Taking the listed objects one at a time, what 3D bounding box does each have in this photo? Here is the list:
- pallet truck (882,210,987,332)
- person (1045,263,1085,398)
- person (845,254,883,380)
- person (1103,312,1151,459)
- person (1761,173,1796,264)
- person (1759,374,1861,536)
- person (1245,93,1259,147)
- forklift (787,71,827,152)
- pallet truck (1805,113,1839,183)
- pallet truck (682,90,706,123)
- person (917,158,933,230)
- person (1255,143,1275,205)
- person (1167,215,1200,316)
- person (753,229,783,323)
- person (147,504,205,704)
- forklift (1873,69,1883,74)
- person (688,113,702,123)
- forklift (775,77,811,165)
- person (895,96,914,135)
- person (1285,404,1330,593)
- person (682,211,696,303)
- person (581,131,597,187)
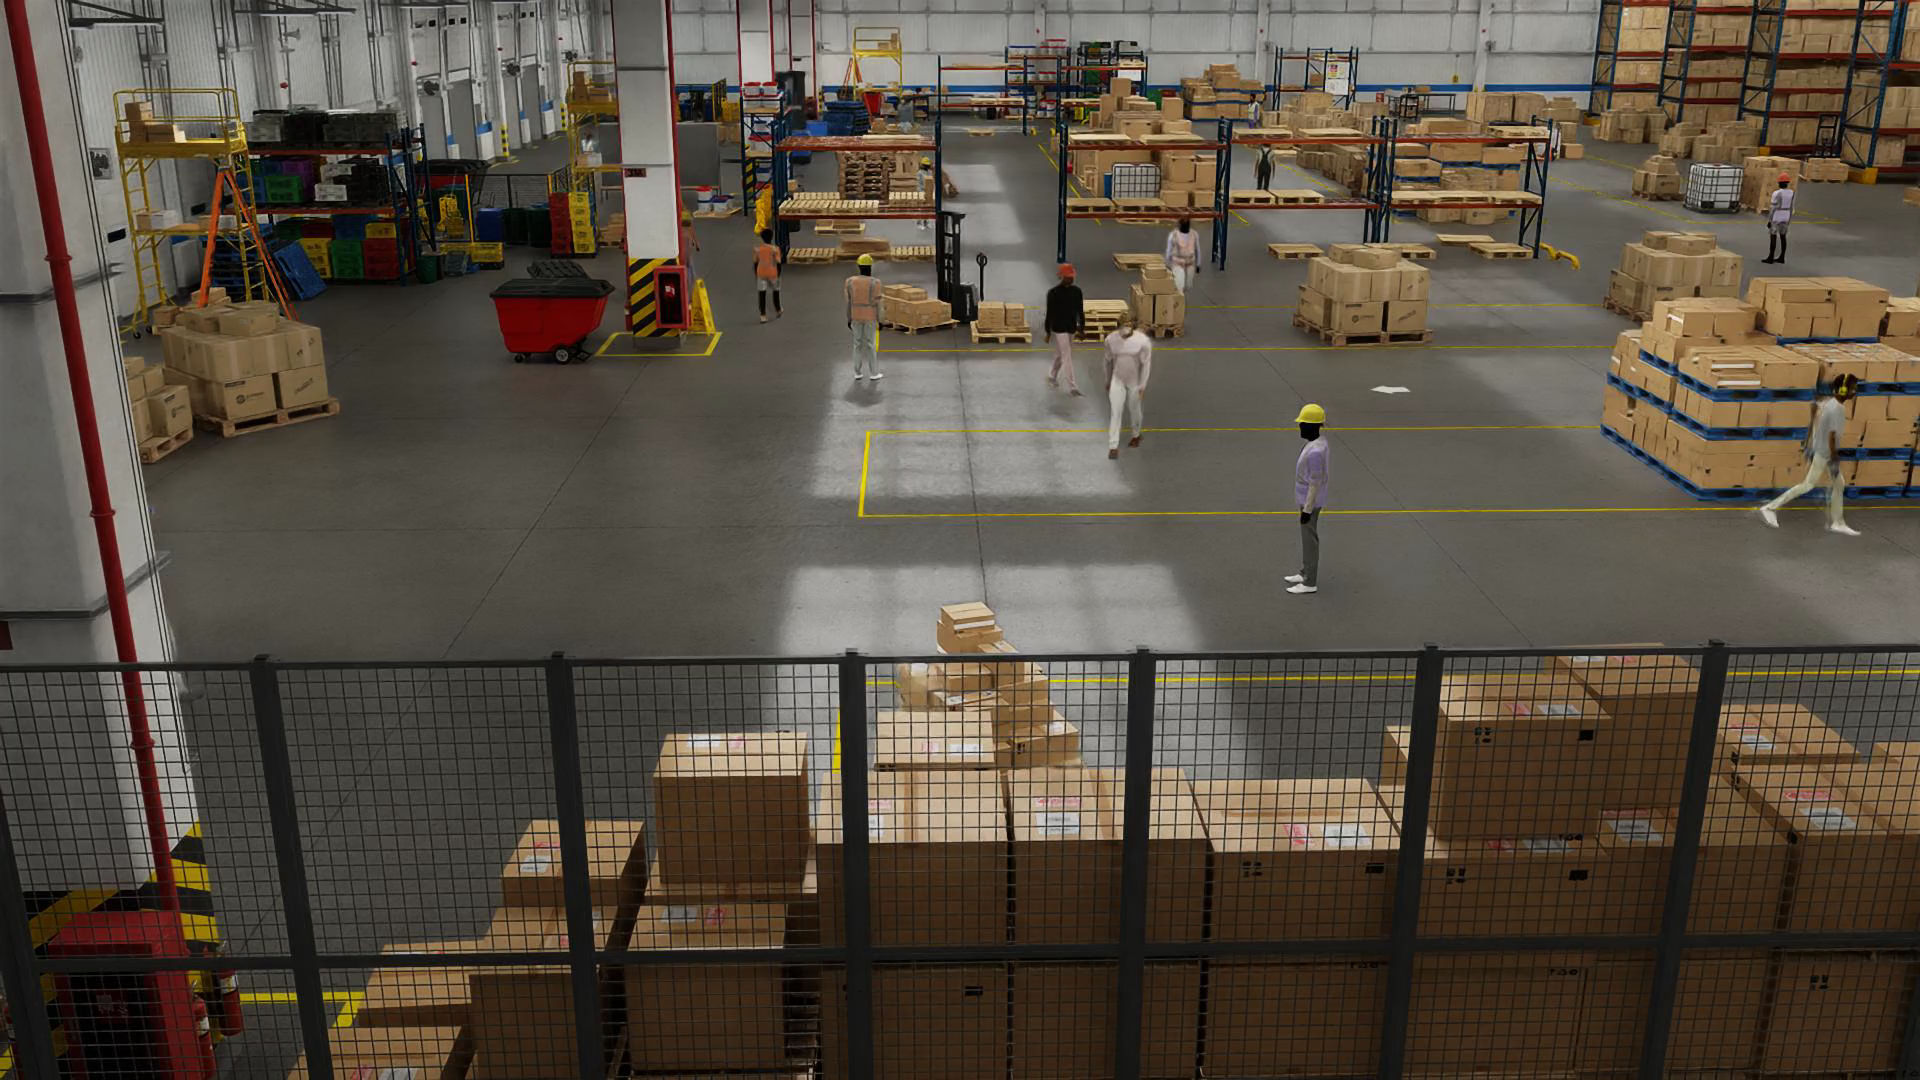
[{"bbox_3d":[-0.493,-4.759,29.349,1.885,1.965,0.823,-13,23,-34],"label":"pallet truck"},{"bbox_3d":[1.548,-3.145,24.644,0.626,1.950,1.004,-12,22,-33],"label":"person"},{"bbox_3d":[-1.458,-3.403,25.440,0.589,1.924,0.383,5,19,15],"label":"person"},{"bbox_3d":[2.152,-2.036,21.458,0.628,1.891,0.987,6,19,16],"label":"person"},{"bbox_3d":[17.707,-6.948,35.959,0.542,1.928,0.399,-4,19,-13],"label":"person"},{"bbox_3d":[9.498,-0.966,18.382,0.989,1.827,0.513,11,22,30],"label":"person"},{"bbox_3d":[10.792,-15.450,61.208,0.390,1.910,0.583,-5,19,-15],"label":"person"},{"bbox_3d":[-5.727,-15.109,58.692,1.873,2.768,1.129,-10,21,-26],"label":"forklift"},{"bbox_3d":[26.403,-11.957,50.702,0.823,1.965,1.885,6,19,16],"label":"pallet truck"},{"bbox_3d":[-9.671,-15.907,62.421,0.823,1.965,1.885,5,19,15],"label":"pallet truck"},{"bbox_3d":[-0.849,-8.530,40.931,0.489,1.740,0.321,-17,25,-41],"label":"person"},{"bbox_3d":[8.299,-10.001,45.166,0.522,1.824,0.697,5,19,15],"label":"person"},{"bbox_3d":[4.064,-5.068,30.538,0.625,1.825,0.748,-6,20,-18],"label":"person"},{"bbox_3d":[-3.434,-4.761,29.877,0.549,1.642,0.858,3,19,10],"label":"person"},{"bbox_3d":[-6.890,0.537,13.771,0.604,1.919,0.851,17,25,41],"label":"person"},{"bbox_3d":[32.707,-15.444,59.687,1.873,2.768,1.129,16,25,40],"label":"forklift"},{"bbox_3d":[-8.342,-12.496,52.479,0.710,1.881,0.800,-9,20,-24],"label":"person"},{"bbox_3d":[-5.920,-13.893,55.085,1.873,2.768,1.129,-1,19,-1],"label":"forklift"},{"bbox_3d":[-2.052,-14.987,59.832,0.666,1.902,0.906,9,21,25],"label":"person"},{"bbox_3d":[3.470,-0.413,16.565,0.363,1.928,0.587,3,19,9],"label":"person"},{"bbox_3d":[-5.179,-5.344,31.463,0.382,1.751,0.540,-3,19,-10],"label":"person"},{"bbox_3d":[-11.004,-11.316,49.359,0.540,1.624,0.389,6,20,18],"label":"person"}]
